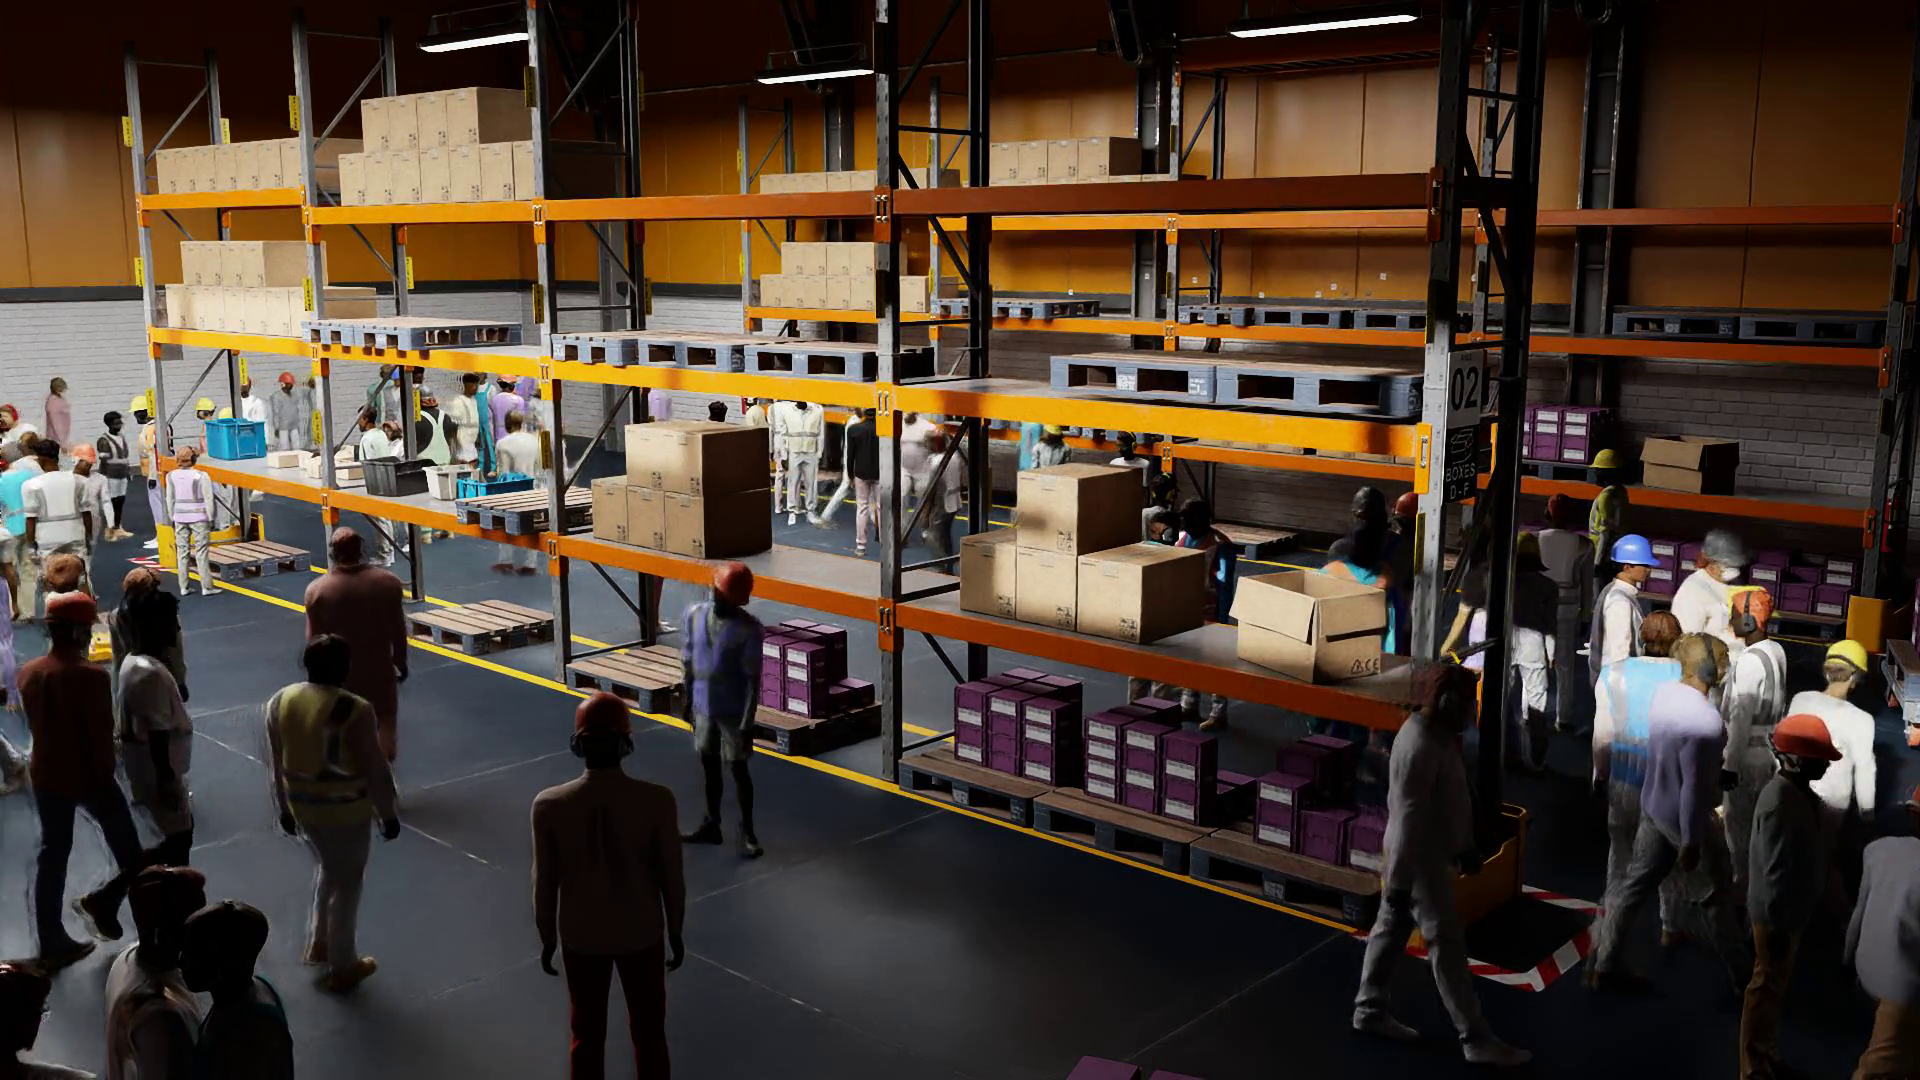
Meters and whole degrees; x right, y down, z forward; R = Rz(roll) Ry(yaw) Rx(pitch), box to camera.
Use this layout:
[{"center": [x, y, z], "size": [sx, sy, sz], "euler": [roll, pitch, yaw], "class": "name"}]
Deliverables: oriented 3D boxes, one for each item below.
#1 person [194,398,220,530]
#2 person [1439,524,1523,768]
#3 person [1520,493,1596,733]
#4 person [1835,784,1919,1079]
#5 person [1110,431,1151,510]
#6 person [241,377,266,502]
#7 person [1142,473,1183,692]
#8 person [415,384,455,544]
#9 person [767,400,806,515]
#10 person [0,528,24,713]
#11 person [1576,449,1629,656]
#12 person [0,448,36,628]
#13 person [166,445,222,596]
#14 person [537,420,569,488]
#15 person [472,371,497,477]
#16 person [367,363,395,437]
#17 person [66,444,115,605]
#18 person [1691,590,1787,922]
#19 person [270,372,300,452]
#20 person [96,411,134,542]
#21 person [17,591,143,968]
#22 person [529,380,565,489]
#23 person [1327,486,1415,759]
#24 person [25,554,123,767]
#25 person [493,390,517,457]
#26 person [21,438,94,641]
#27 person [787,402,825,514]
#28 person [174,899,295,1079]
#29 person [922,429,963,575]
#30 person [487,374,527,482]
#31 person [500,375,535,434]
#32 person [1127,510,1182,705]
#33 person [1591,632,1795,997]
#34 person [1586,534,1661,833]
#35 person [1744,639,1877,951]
[{"center": [-9.995, -1.011, 22.181], "size": [0.316, 1.769, 0.523], "euler": [-4, 11, -20], "class": "person"}, {"center": [3.685, 0.776, 11.976], "size": [0.863, 1.786, 0.475], "euler": [3, 10, 16], "class": "person"}, {"center": [4.620, 0.571, 12.947], "size": [0.567, 1.878, 0.358], "euler": [2, 10, 13], "class": "person"}, {"center": [3.840, 1.766, 6.702], "size": [0.943, 1.687, 0.580], "euler": [-1, 10, -5], "class": "person"}, {"center": [1.779, -0.240, 17.586], "size": [0.528, 1.856, 0.349], "euler": [7, 12, 36], "class": "person"}, {"center": [-10.528, -1.510, 24.698], "size": [0.620, 1.870, 0.493], "euler": [4, 11, 21], "class": "person"}, {"center": [1.690, 0.364, 14.184], "size": [0.481, 1.876, 0.590], "euler": [-9, 13, -41], "class": "person"}, {"center": [-6.830, -0.994, 21.309], "size": [0.538, 2.000, 0.686], "euler": [6, 12, 31], "class": "person"}, {"center": [-2.424, -1.309, 23.451], "size": [0.591, 1.918, 0.394], "euler": [3, 10, 15], "class": "person"}, {"center": [-7.878, 0.505, 13.431], "size": [0.502, 1.837, 0.350], "euler": [-3, 10, -15], "class": "person"}, {"center": [5.930, 0.122, 15.322], "size": [0.371, 1.925, 0.595], "euler": [7, 12, 33], "class": "person"}, {"center": [-9.381, -0.029, 16.516], "size": [0.383, 1.812, 0.667], "euler": [2, 10, 14], "class": "person"}, {"center": [-8.297, -0.201, 17.961], "size": [0.515, 1.640, 0.315], "euler": [1, 10, 7], "class": "person"}, {"center": [-5.037, -0.704, 20.838], "size": [0.458, 1.621, 0.547], "euler": [-5, 11, -25], "class": "person"}, {"center": [-7.821, -1.944, 27.275], "size": [0.501, 1.839, 0.341], "euler": [3, 10, 15], "class": "person"}, {"center": [-9.078, -1.840, 26.448], "size": [0.644, 1.927, 0.392], "euler": [-1, 10, -4], "class": "person"}, {"center": [-9.191, -0.151, 17.490], "size": [0.902, 1.698, 0.584], "euler": [9, 13, 42], "class": "person"}, {"center": [4.426, 1.203, 9.365], "size": [0.368, 1.879, 0.583], "euler": [8, 13, 39], "class": "person"}, {"center": [-10.925, -1.862, 27.060], "size": [0.353, 1.744, 0.575], "euler": [4, 11, 22], "class": "person"}, {"center": [-10.841, -0.820, 21.352], "size": [0.343, 1.681, 0.575], "euler": [2, 10, 11], "class": "person"}, {"center": [-4.677, 1.237, 8.972], "size": [0.629, 1.937, 1.011], "euler": [3, 10, 17], "class": "person"}, {"center": [-6.405, -1.636, 25.832], "size": [0.494, 1.716, 0.684], "euler": [-5, 11, -28], "class": "person"}, {"center": [3.005, 0.598, 12.308], "size": [0.686, 2.000, 0.536], "euler": [-1, 10, -6], "class": "person"}, {"center": [-6.380, 0.886, 11.963], "size": [0.839, 1.589, 0.505], "euler": [0, 10, 1], "class": "person"}, {"center": [-6.435, -1.282, 23.795], "size": [0.575, 1.740, 0.354], "euler": [5, 11, 28], "class": "person"}, {"center": [-8.628, 0.001, 15.938], "size": [0.615, 1.957, 0.377], "euler": [-10, 14, -43], "class": "person"}, {"center": [-2.197, -1.299, 23.517], "size": [0.576, 1.878, 0.354], "euler": [1, 10, 6], "class": "person"}, {"center": [-2.181, 1.975, 5.075], "size": [0.345, 1.847, 0.506], "euler": [-5, 11, -26], "class": "person"}, {"center": [-0.180, -0.303, 18.045], "size": [0.402, 1.820, 0.751], "euler": [3, 11, 19], "class": "person"}, {"center": [-6.411, -1.416, 23.691], "size": [0.606, 2.044, 0.373], "euler": [3, 11, 18], "class": "person"}, {"center": [-7.578, -2.213, 28.519], "size": [0.585, 1.929, 0.370], "euler": [-4, 11, -20], "class": "person"}, {"center": [1.485, 0.683, 12.432], "size": [0.431, 1.837, 0.635], "euler": [-6, 12, -33], "class": "person"}, {"center": [3.685, 1.380, 8.320], "size": [1.003, 1.882, 0.651], "euler": [0, 10, -1], "class": "person"}, {"center": [4.258, 0.921, 10.743], "size": [0.388, 1.947, 0.615], "euler": [3, 11, 17], "class": "person"}, {"center": [4.593, 1.375, 8.880], "size": [0.904, 1.699, 0.537], "euler": [-2, 10, -13], "class": "person"}]
